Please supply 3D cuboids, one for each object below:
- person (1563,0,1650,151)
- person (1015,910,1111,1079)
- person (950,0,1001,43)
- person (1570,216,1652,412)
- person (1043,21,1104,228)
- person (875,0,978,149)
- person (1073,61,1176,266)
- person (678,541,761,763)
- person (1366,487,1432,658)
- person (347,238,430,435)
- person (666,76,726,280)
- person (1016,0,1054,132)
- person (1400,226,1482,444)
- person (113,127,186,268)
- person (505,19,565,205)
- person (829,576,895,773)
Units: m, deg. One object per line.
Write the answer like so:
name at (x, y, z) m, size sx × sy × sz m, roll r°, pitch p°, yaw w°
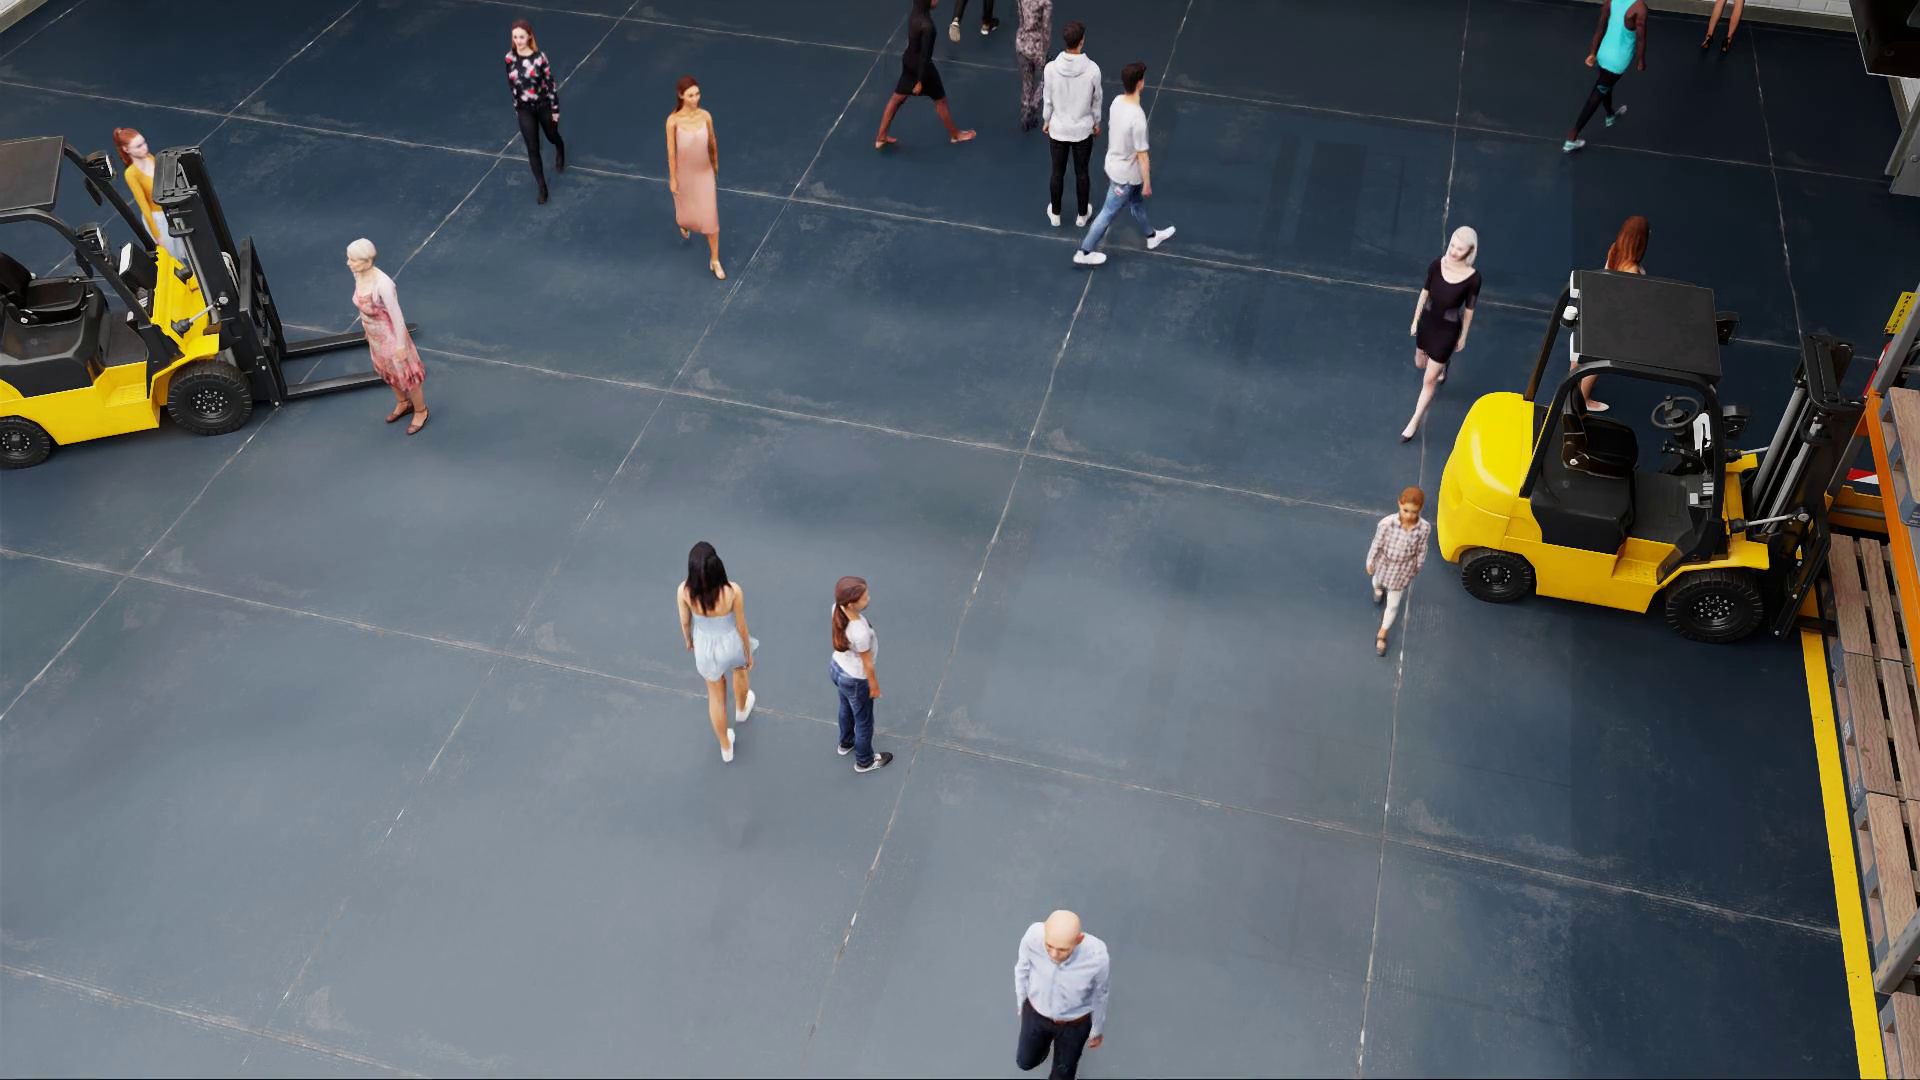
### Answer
person at (6.102, -4.504, 15.733) m, size 1.190 × 1.769 × 1.124 m, roll -22°, pitch 48°, yaw -22°
person at (0.523, 2.368, 8.514) m, size 0.624 × 1.778 × 0.820 m, roll 10°, pitch 45°, yaw 11°
person at (0.150, -6.063, 17.328) m, size 0.825 × 1.826 × 1.139 m, roll 21°, pitch 48°, yaw 21°
person at (5.033, -1.767, 12.901) m, size 0.689 × 1.712 × 0.577 m, roll -5°, pitch 44°, yaw -5°
person at (0.989, -3.664, 14.735) m, size 0.718 × 1.928 × 0.646 m, roll 4°, pitch 44°, yaw 4°
person at (-0.439, -4.409, 15.708) m, size 1.186 × 1.666 × 1.271 m, roll -15°, pitch 46°, yaw -15°
person at (1.327, -3.149, 14.267) m, size 1.216 × 1.830 × 1.275 m, roll -13°, pitch 45°, yaw -13°
person at (-1.494, 0.743, 10.268) m, size 0.729 × 1.710 × 0.865 m, roll -1°, pitch 44°, yaw -1°
person at (2.941, 0.112, 11.234) m, size 0.542 × 1.292 × 0.910 m, roll 9°, pitch 44°, yaw 9°
person at (-4.376, -1.570, 12.709) m, size 0.676 × 1.692 × 0.679 m, roll 28°, pitch 50°, yaw 26°
person at (-2.310, -3.134, 14.260) m, size 0.949 × 1.818 × 1.054 m, roll -17°, pitch 46°, yaw -17°
person at (0.653, -4.689, 15.974) m, size 0.690 × 1.704 × 0.761 m, roll 25°, pitch 49°, yaw 24°
person at (3.693, -1.626, 12.682) m, size 0.883 × 1.810 × 1.153 m, roll 29°, pitch 51°, yaw 27°
person at (-6.612, -2.619, 13.768) m, size 0.676 × 1.750 × 0.548 m, roll 3°, pitch 44°, yaw 3°
person at (-3.876, -4.006, 15.293) m, size 0.780 × 1.654 × 1.116 m, roll -1°, pitch 44°, yaw -1°
person at (-0.655, 0.818, 10.295) m, size 0.691 × 1.563 × 0.637 m, roll -24°, pitch 49°, yaw -23°
